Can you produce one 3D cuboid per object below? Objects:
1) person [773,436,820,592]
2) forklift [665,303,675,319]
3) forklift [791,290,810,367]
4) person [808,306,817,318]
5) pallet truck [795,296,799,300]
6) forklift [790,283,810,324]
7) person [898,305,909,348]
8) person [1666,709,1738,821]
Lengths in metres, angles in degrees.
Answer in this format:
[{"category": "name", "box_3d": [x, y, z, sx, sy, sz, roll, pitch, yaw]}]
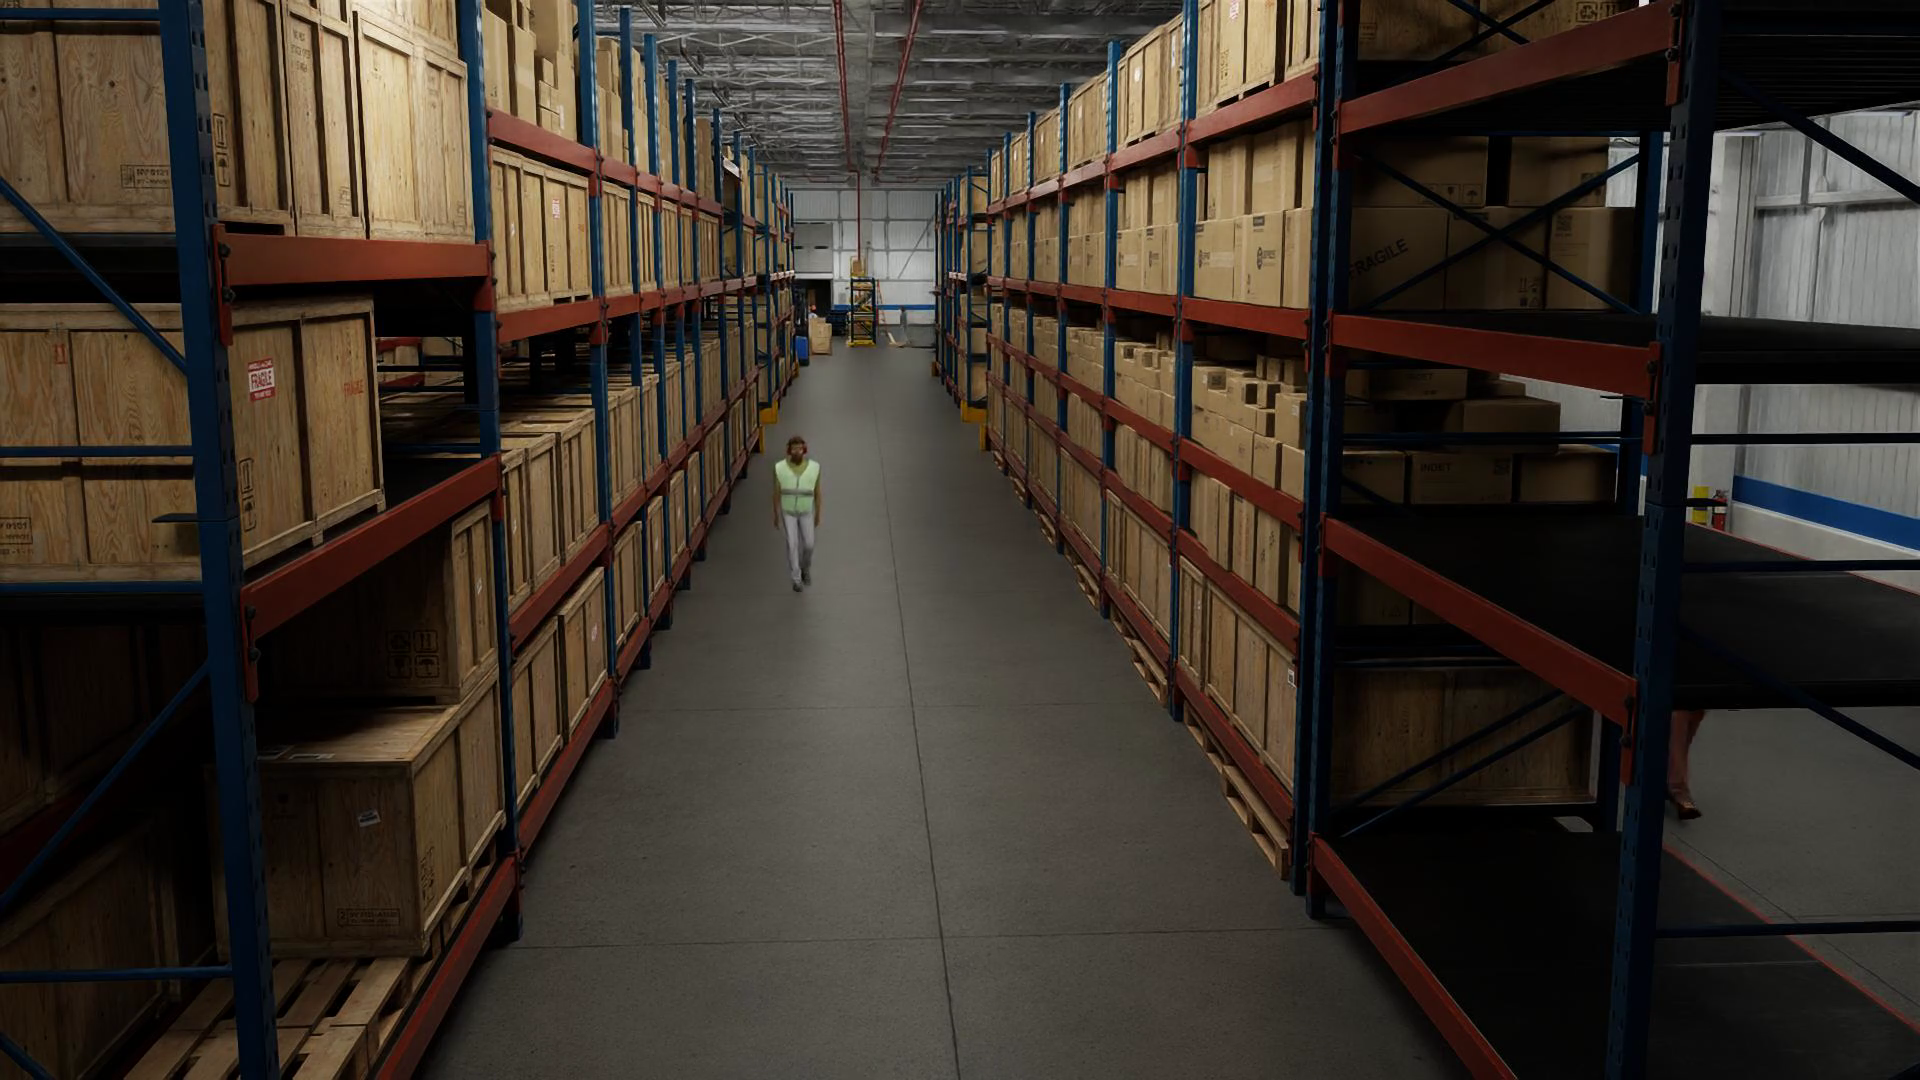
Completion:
[{"category": "person", "box_3d": [-1.902, -0.306, 19.412, 0.572, 1.827, 0.455, -2, 10, -12]}, {"category": "forklift", "box_3d": [-9.124, -6.354, 52.425, 1.873, 2.768, 1.129, -1, 10, -3]}, {"category": "forklift", "box_3d": [-6.113, -7.776, 60.918, 1.129, 2.768, 1.873, -1, 10, -3]}, {"category": "person", "box_3d": [-6.428, -9.282, 72.779, 0.543, 1.927, 0.392, 9, 13, 43]}, {"category": "pallet truck", "box_3d": [-8.622, -12.439, 91.403, 1.885, 1.965, 0.823, 2, 10, 13]}, {"category": "forklift", "box_3d": [-7.680, -10.901, 79.585, 1.129, 2.768, 1.873, -5, 11, -30]}, {"category": "person", "box_3d": [-2.584, -9.545, 74.331, 0.432, 1.926, 0.655, -1, 10, -5]}, {"category": "person", "box_3d": [5.080, 0.998, 11.540, 0.676, 1.852, 0.976, 0, 10, 1]}]
